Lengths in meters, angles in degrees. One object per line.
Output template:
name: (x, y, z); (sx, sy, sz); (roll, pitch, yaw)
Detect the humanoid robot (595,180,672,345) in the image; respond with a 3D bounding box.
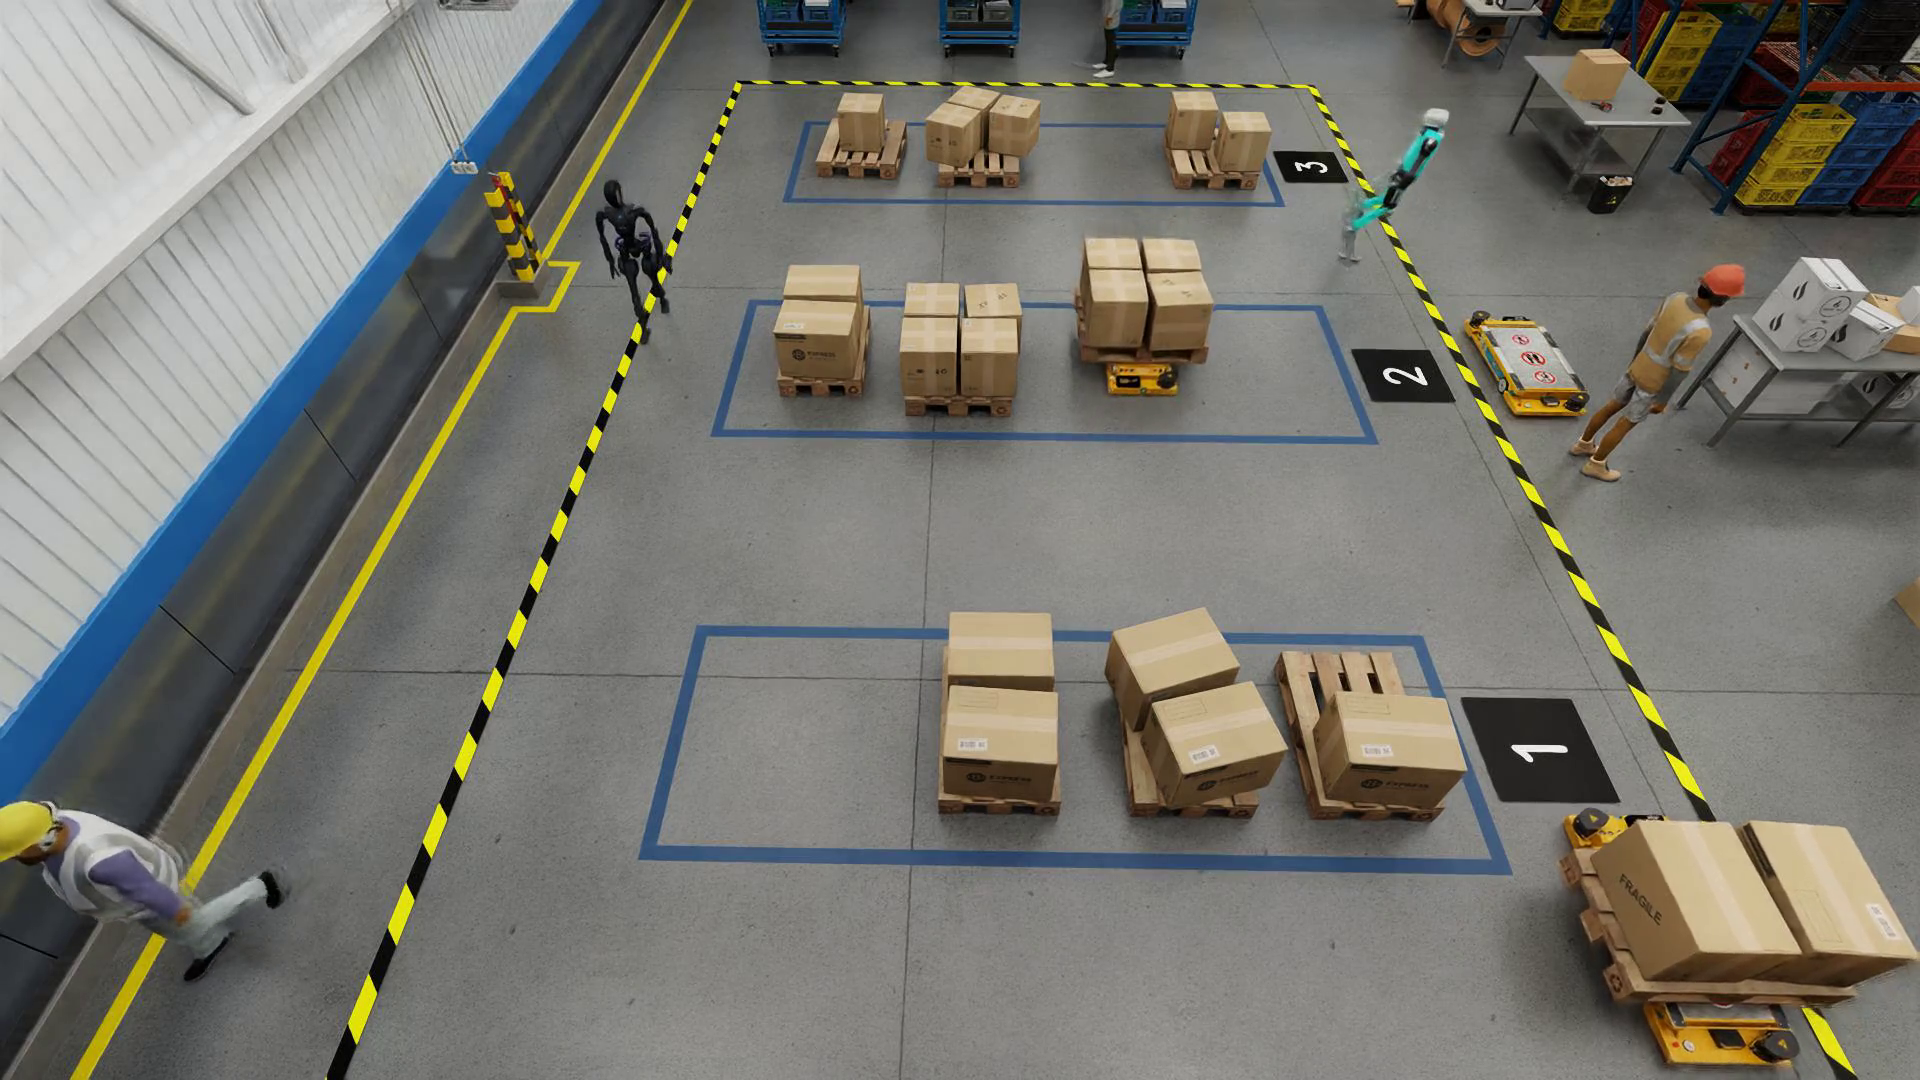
humanoid robot: (-3.197, -2.814, 9.074); (0.610, 1.641, 0.744); (-7, 50, -6)

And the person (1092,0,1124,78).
person: (2.124, -7.599, 13.063); (0.400, 1.851, 0.591); (4, 49, 4)

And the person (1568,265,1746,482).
person: (5.708, -1.347, 7.528); (0.376, 2.041, 0.612); (4, 49, 3)

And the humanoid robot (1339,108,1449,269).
humanoid robot: (4.484, -3.720, 9.812); (0.818, 1.815, 0.543); (18, 52, 15)

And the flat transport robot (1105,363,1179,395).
flat transport robot: (1.777, -2.002, 9.248); (0.652, 0.197, 1.431); (1, 49, 1)

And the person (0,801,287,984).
person: (-4.391, 1.823, 4.932); (0.601, 1.811, 0.605); (18, 52, 15)

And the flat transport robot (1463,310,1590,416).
flat transport robot: (5.573, -1.757, 9.054); (0.659, 0.231, 1.431); (1, 49, 1)

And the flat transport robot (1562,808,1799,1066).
flat transport robot: (4.280, 2.326, 5.502); (0.652, 0.197, 1.431); (1, 49, 1)
